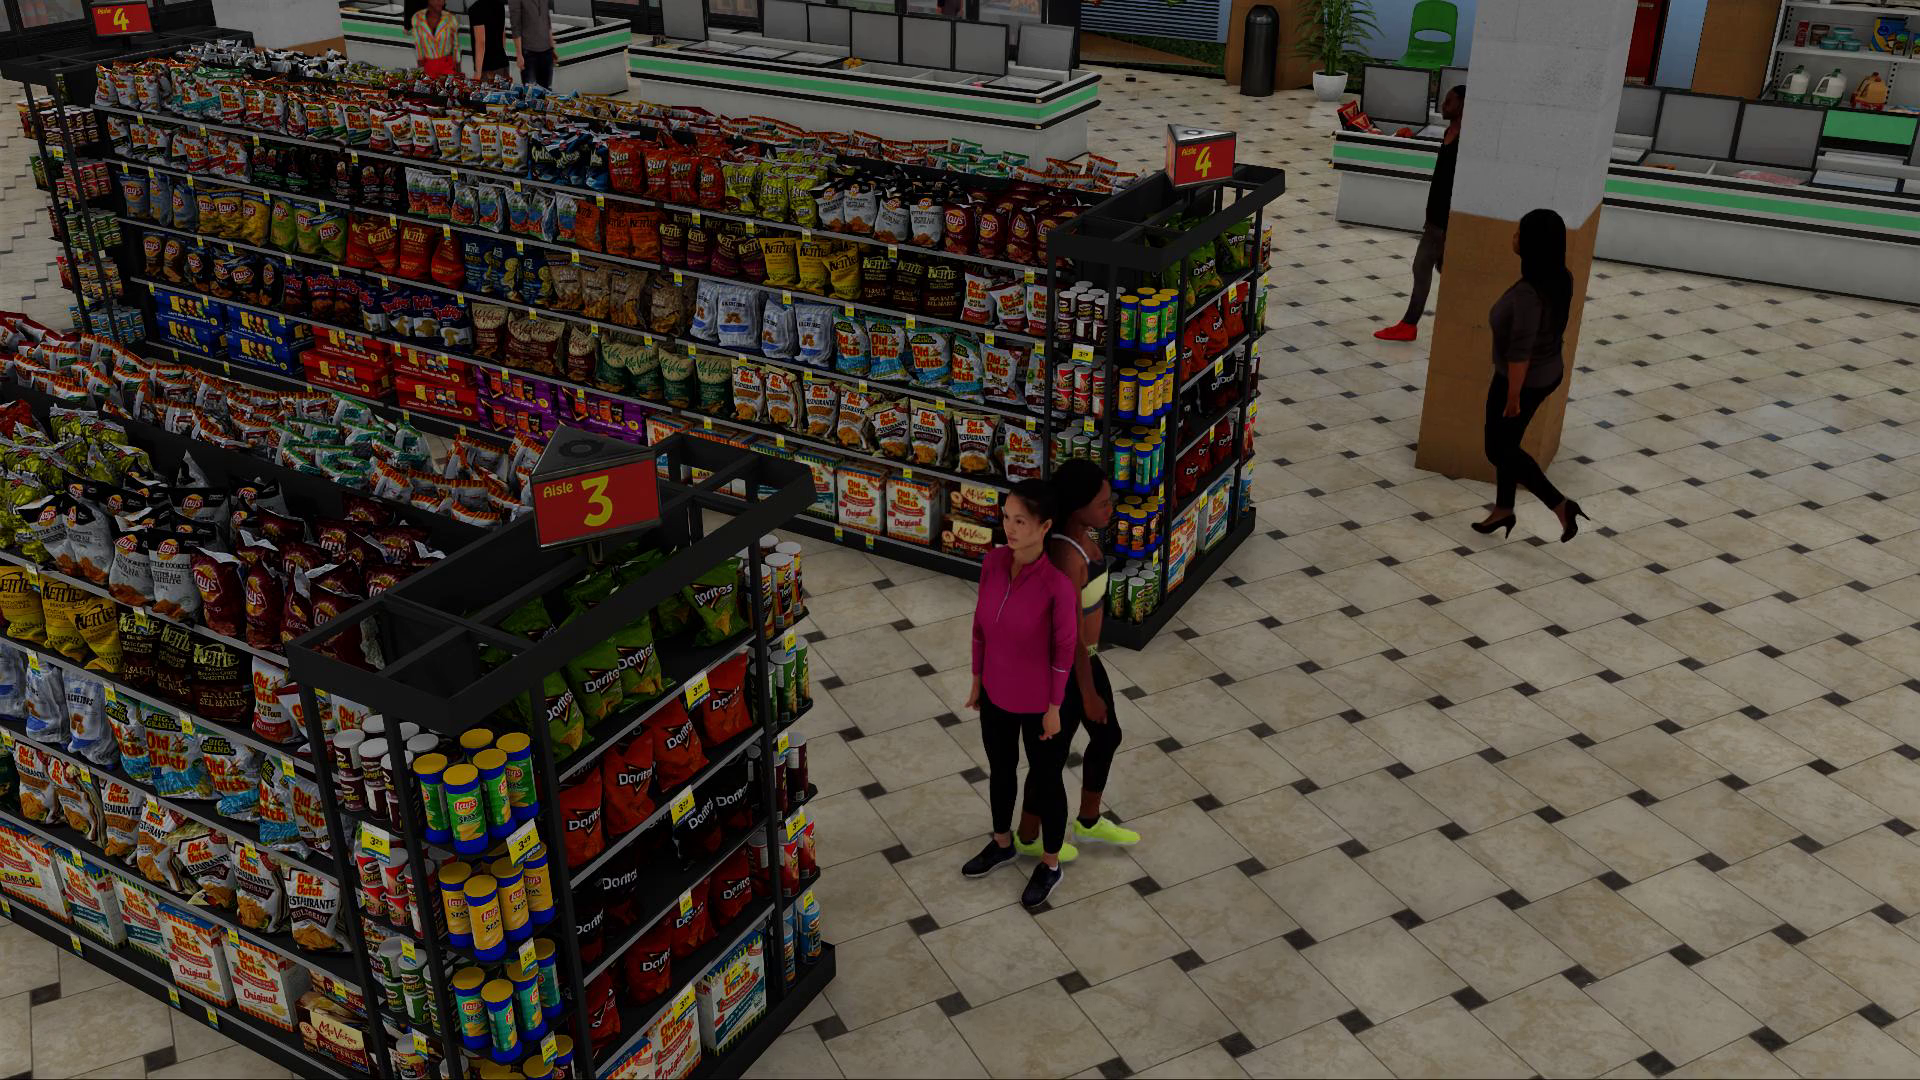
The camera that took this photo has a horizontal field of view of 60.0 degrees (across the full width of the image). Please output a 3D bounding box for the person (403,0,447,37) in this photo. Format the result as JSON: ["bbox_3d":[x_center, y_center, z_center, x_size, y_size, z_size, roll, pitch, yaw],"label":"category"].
[{"bbox_3d":[-5.827,-5.657,18.393,1.131,1.651,0.638,16,31,29],"label":"person"}]

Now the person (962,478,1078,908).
[{"bbox_3d":[0.239,0.554,6.093,0.555,1.699,0.674,20,33,34],"label":"person"}]

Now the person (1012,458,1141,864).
[{"bbox_3d":[0.336,0.486,6.187,0.802,1.736,0.702,2,27,4],"label":"person"}]

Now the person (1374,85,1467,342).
[{"bbox_3d":[3.437,-2.201,11.439,1.242,1.776,1.000,2,27,3],"label":"person"}]

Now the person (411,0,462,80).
[{"bbox_3d":[-4.900,-4.342,15.678,0.977,1.761,1.001,-4,27,-8],"label":"person"}]

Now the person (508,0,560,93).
[{"bbox_3d":[-4.247,-4.866,16.553,0.584,1.905,0.694,17,31,30],"label":"person"}]

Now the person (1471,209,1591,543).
[{"bbox_3d":[2.997,-0.763,8.555,0.981,1.821,0.765,22,34,36],"label":"person"}]

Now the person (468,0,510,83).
[{"bbox_3d":[-4.493,-4.545,15.968,0.661,1.862,0.736,8,28,15],"label":"person"}]
